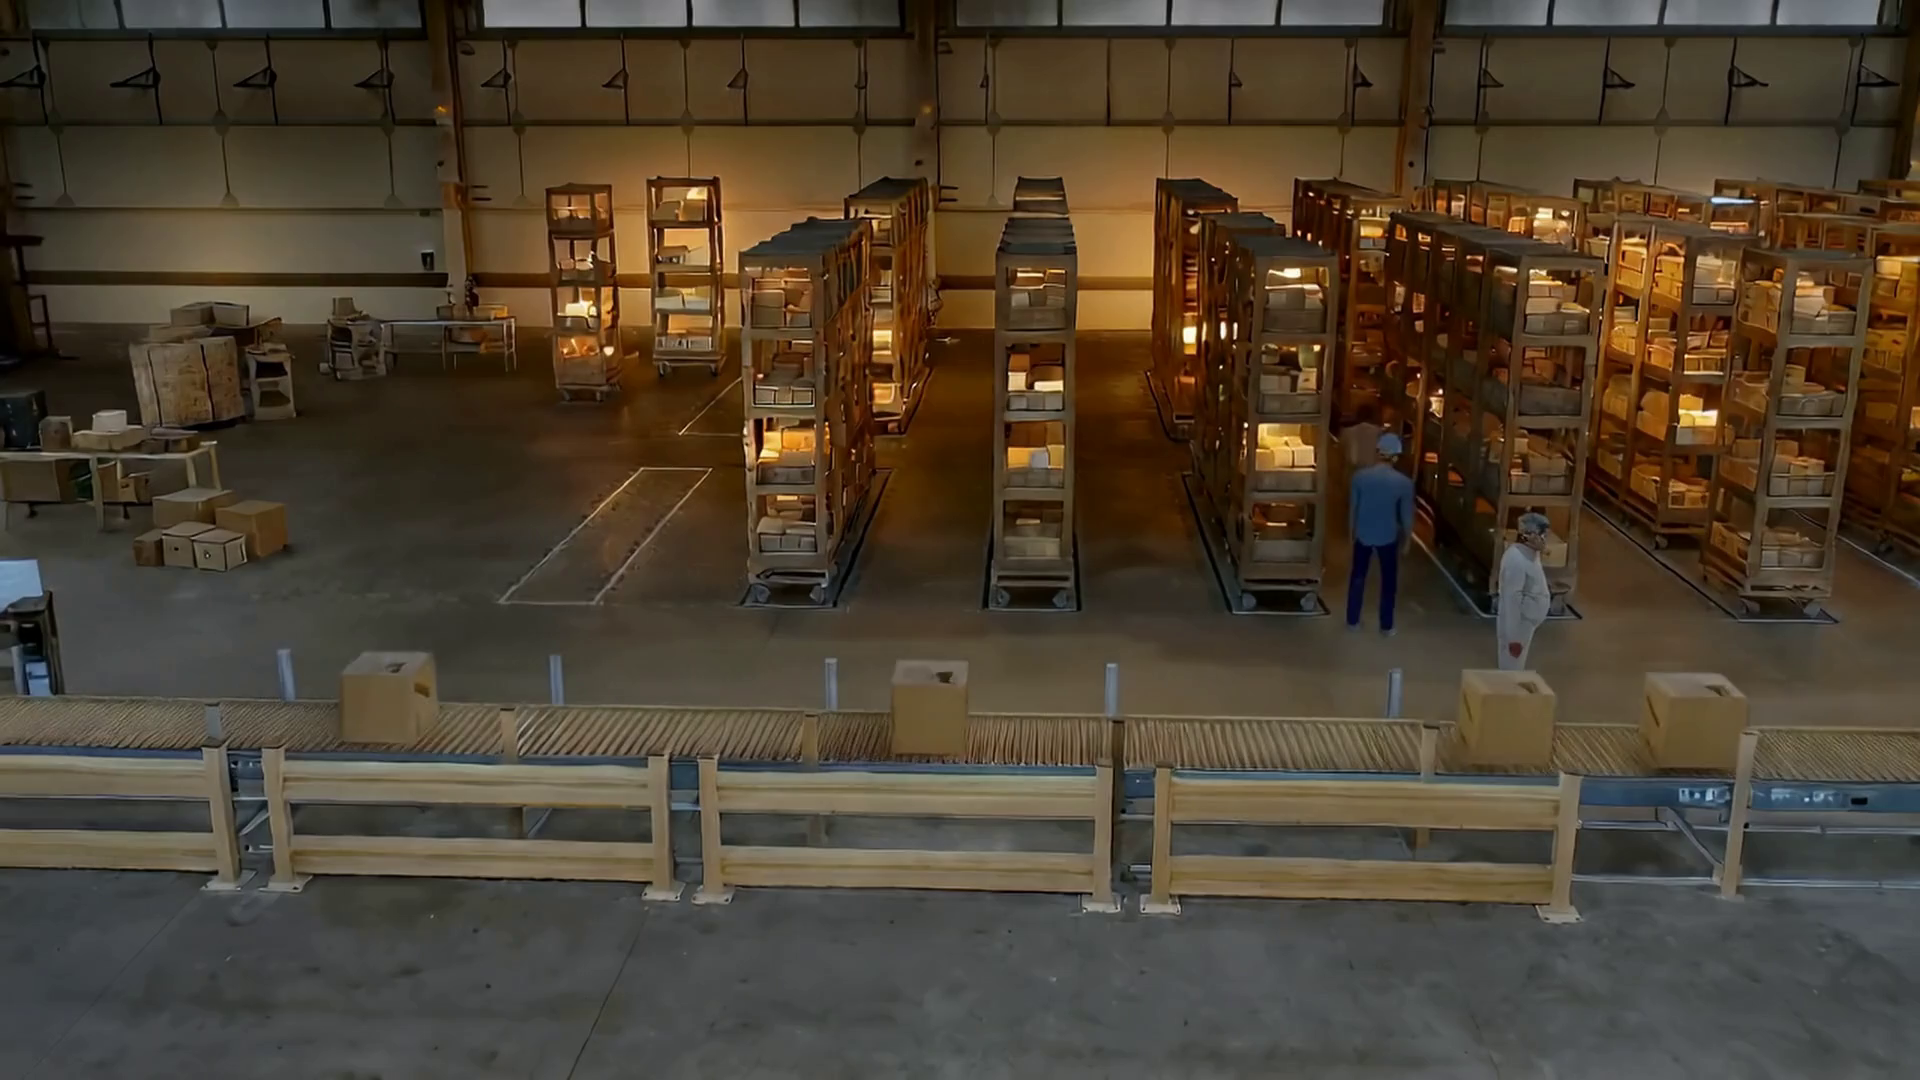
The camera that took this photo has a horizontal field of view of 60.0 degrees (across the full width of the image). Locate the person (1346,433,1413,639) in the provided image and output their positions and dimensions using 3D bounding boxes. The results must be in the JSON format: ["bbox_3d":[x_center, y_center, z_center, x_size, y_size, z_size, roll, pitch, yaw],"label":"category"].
[{"bbox_3d":[4.034,-0.046,15.968,0.618,1.983,0.431,10,18,33],"label":"person"}]

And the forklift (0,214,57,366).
[{"bbox_3d":[-18.814,-4.885,32.216,1.873,2.768,1.129,7,17,24],"label":"forklift"}]

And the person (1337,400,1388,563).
[{"bbox_3d":[4.502,-0.670,18.636,0.588,1.797,0.994,2,15,6],"label":"person"}]

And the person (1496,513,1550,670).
[{"bbox_3d":[4.484,0.709,13.305,0.409,1.903,0.639,6,16,22],"label":"person"}]
